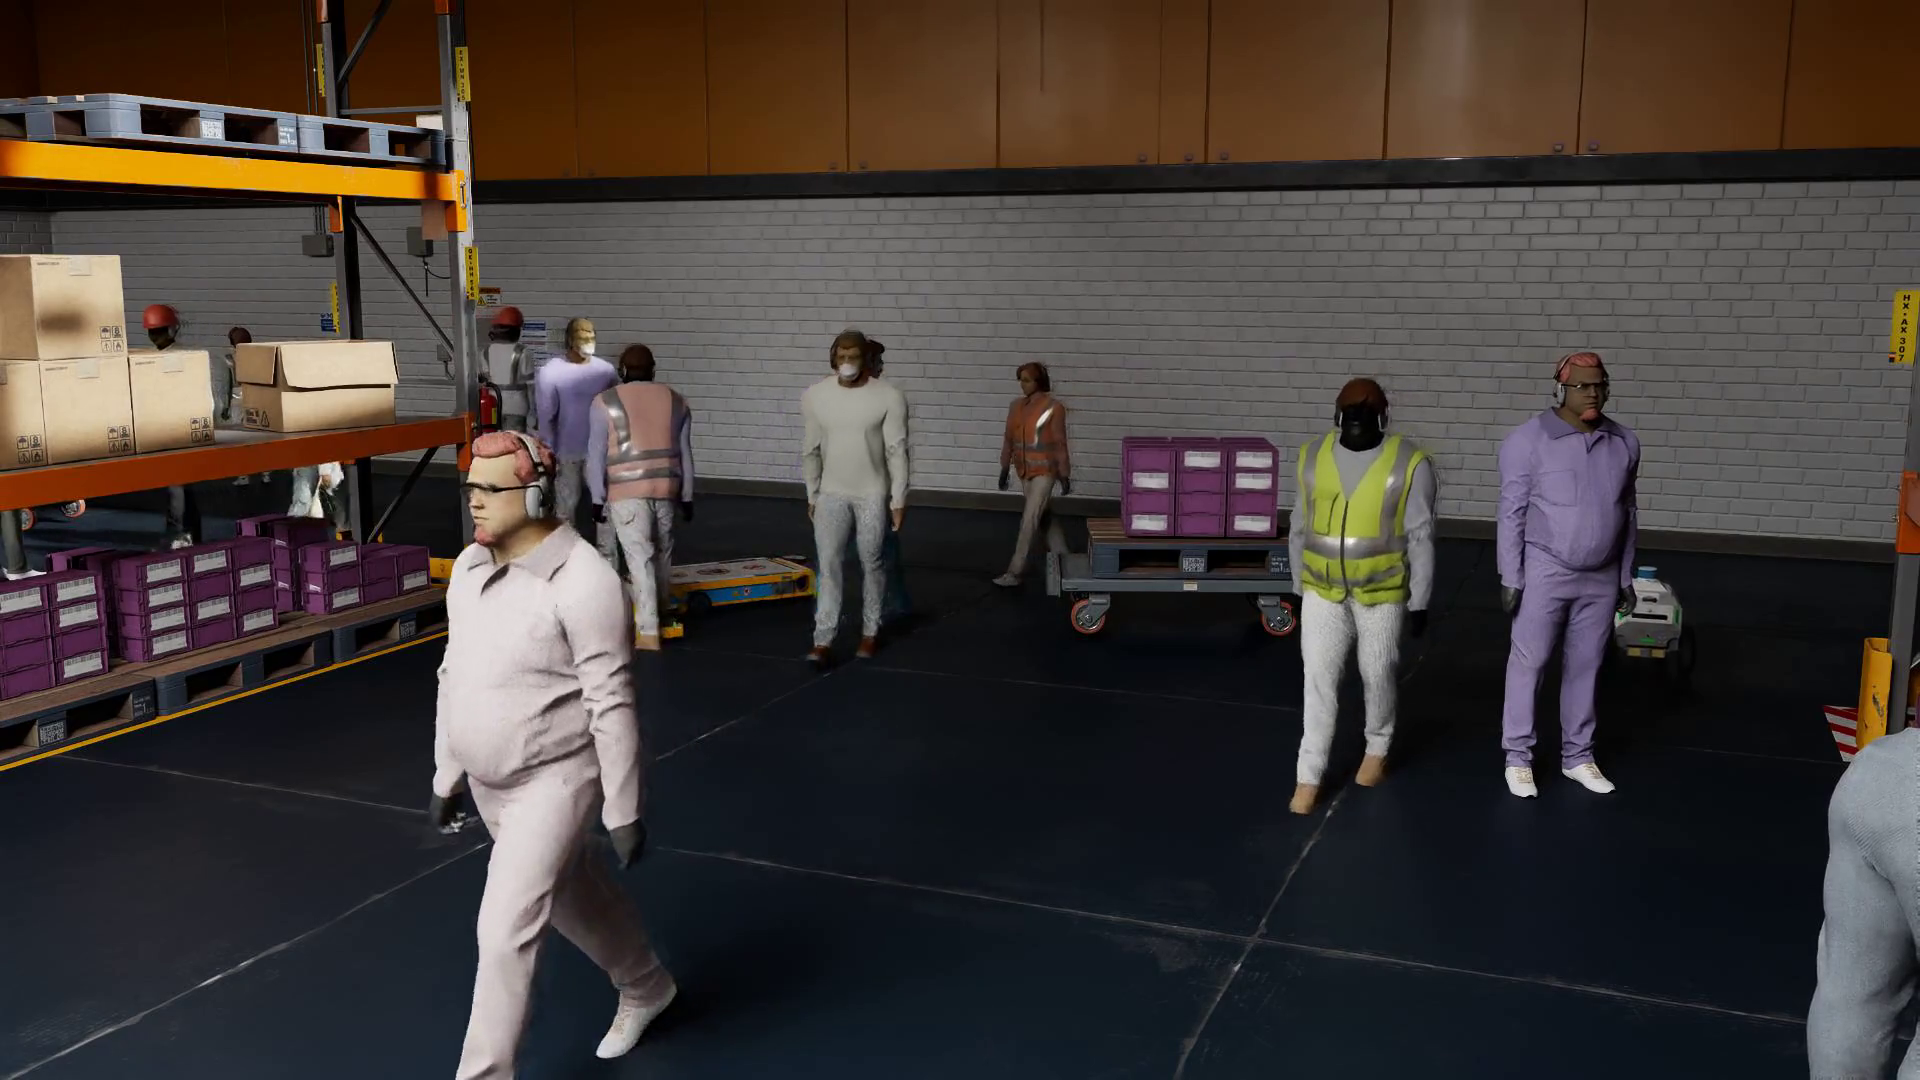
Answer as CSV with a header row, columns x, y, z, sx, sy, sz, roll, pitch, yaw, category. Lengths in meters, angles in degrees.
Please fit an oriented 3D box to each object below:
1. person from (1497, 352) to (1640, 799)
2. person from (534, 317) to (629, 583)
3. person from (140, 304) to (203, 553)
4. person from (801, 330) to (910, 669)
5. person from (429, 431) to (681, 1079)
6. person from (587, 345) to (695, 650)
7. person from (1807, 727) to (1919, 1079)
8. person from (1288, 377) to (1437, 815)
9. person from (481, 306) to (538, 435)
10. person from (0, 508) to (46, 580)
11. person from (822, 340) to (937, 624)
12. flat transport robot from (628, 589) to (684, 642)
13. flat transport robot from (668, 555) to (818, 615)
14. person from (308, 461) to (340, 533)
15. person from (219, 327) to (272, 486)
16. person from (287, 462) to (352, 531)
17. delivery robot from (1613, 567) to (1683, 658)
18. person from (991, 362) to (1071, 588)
x,y,z,sx,sy,sz,roll,pitch,yaw,category
2.612,0.153,7.120,0.640,1.909,0.409,-2,10,-10,person
-2.602,-0.577,11.541,0.649,1.910,0.759,-7,11,-35,person
-6.291,-0.860,13.104,0.619,1.961,0.869,3,10,19,person
-0.613,-0.212,9.331,0.650,1.898,0.961,2,10,10,person
-1.103,0.624,4.426,0.656,1.861,1.009,8,12,41,person
-1.903,-0.260,10.013,0.639,1.798,0.678,-7,11,-34,person
1.522,0.930,2.316,0.637,1.936,0.355,8,12,40,person
1.691,0.222,7.083,0.643,1.822,0.814,5,11,27,person
-4.210,-1.220,15.482,0.557,1.903,0.943,4,10,23,person
-6.879,-0.650,11.929,0.593,1.922,0.383,4,10,20,person
-0.526,-0.356,10.495,0.838,1.804,0.561,-3,10,-20,person
-2.315,0.424,10.424,0.652,0.197,1.431,-6,11,-32,flat transport robot
-1.584,0.297,11.193,1.431,0.197,0.652,-6,11,-31,flat transport robot
-5.015,-0.680,13.051,0.502,1.608,0.572,3,10,18,person
-7.367,-1.372,17.162,0.314,1.642,0.514,8,12,40,person
-4.623,-0.561,12.134,0.897,1.667,0.514,-1,9,-6,person
3.897,0.395,9.457,0.477,0.478,0.707,3,10,18,delivery robot
0.542,-0.470,11.845,0.864,1.591,0.548,-8,12,-40,person
